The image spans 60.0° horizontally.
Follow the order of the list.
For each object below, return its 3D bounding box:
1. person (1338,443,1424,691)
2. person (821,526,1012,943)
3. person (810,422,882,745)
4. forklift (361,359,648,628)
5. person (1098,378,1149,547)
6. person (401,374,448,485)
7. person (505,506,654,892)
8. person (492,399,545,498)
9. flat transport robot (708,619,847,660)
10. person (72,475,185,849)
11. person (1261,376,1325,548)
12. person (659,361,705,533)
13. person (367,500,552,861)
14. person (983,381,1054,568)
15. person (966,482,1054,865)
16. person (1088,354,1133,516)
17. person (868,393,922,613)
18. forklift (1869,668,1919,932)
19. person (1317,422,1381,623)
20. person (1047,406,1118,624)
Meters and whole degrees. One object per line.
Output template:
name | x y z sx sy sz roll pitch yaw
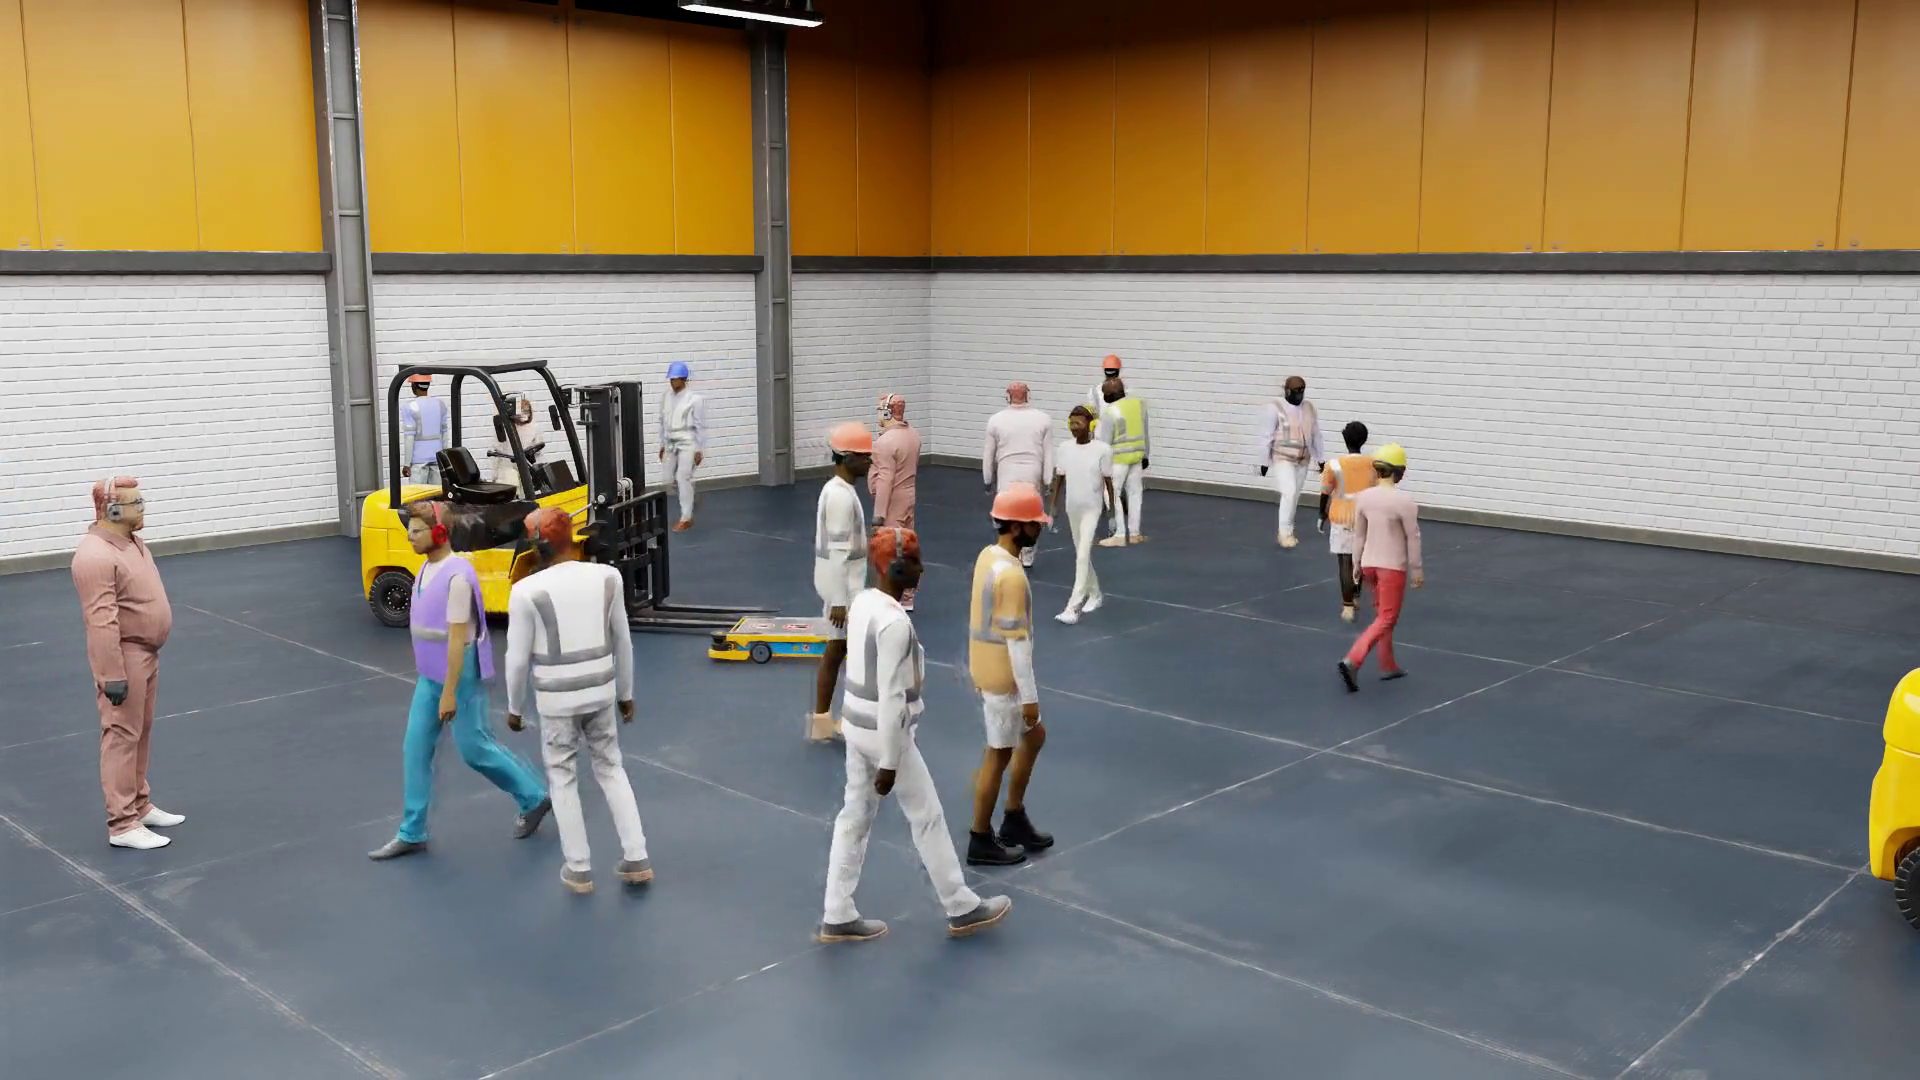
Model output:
person | 2.945 0.184 11.710 0.769 1.740 0.526 -6 11 -31
person | -0.206 0.853 7.287 0.917 1.848 0.580 -4 10 -22
person | -0.665 0.288 10.206 0.614 2.017 0.635 -1 9 -6
forklift | -3.850 -0.407 13.936 2.313 2.155 1.214 2 9 11
person | 1.756 -0.833 17.771 0.713 1.808 0.432 -7 12 -38
person | -5.664 -0.871 17.569 0.357 1.936 0.551 6 11 34
person | -1.818 0.762 7.813 0.626 1.855 0.456 -7 12 -38
person | -4.699 -0.716 17.688 0.536 1.586 0.881 -6 11 -33
flat transport robot | -1.150 0.752 12.711 1.431 0.197 0.652 1 9 4
person | -4.256 0.617 8.540 0.409 1.907 0.651 -2 10 -13
person | 3.561 -0.829 17.663 0.646 1.817 0.630 -5 10 -27
person | -3.121 -1.055 18.705 0.628 1.929 0.491 6 11 32
person | -2.534 0.688 8.408 0.881 1.817 0.578 -7 12 -38
person | 0.551 -0.604 16.152 0.670 1.860 0.936 -1 9 -5
person | 0.301 0.668 8.195 0.629 1.913 0.584 -1 9 -9
person | 1.809 -1.251 19.912 0.555 1.934 0.372 3 10 15
person | -0.579 -0.287 14.083 0.410 1.909 0.643 4 10 21
forklift | 5.205 0.723 7.013 2.313 2.155 1.214 9 13 43
person | 3.302 -0.176 14.117 0.558 1.656 0.823 0 9 1
person | 1.027 -0.230 14.016 0.552 1.817 1.000 6 11 31
